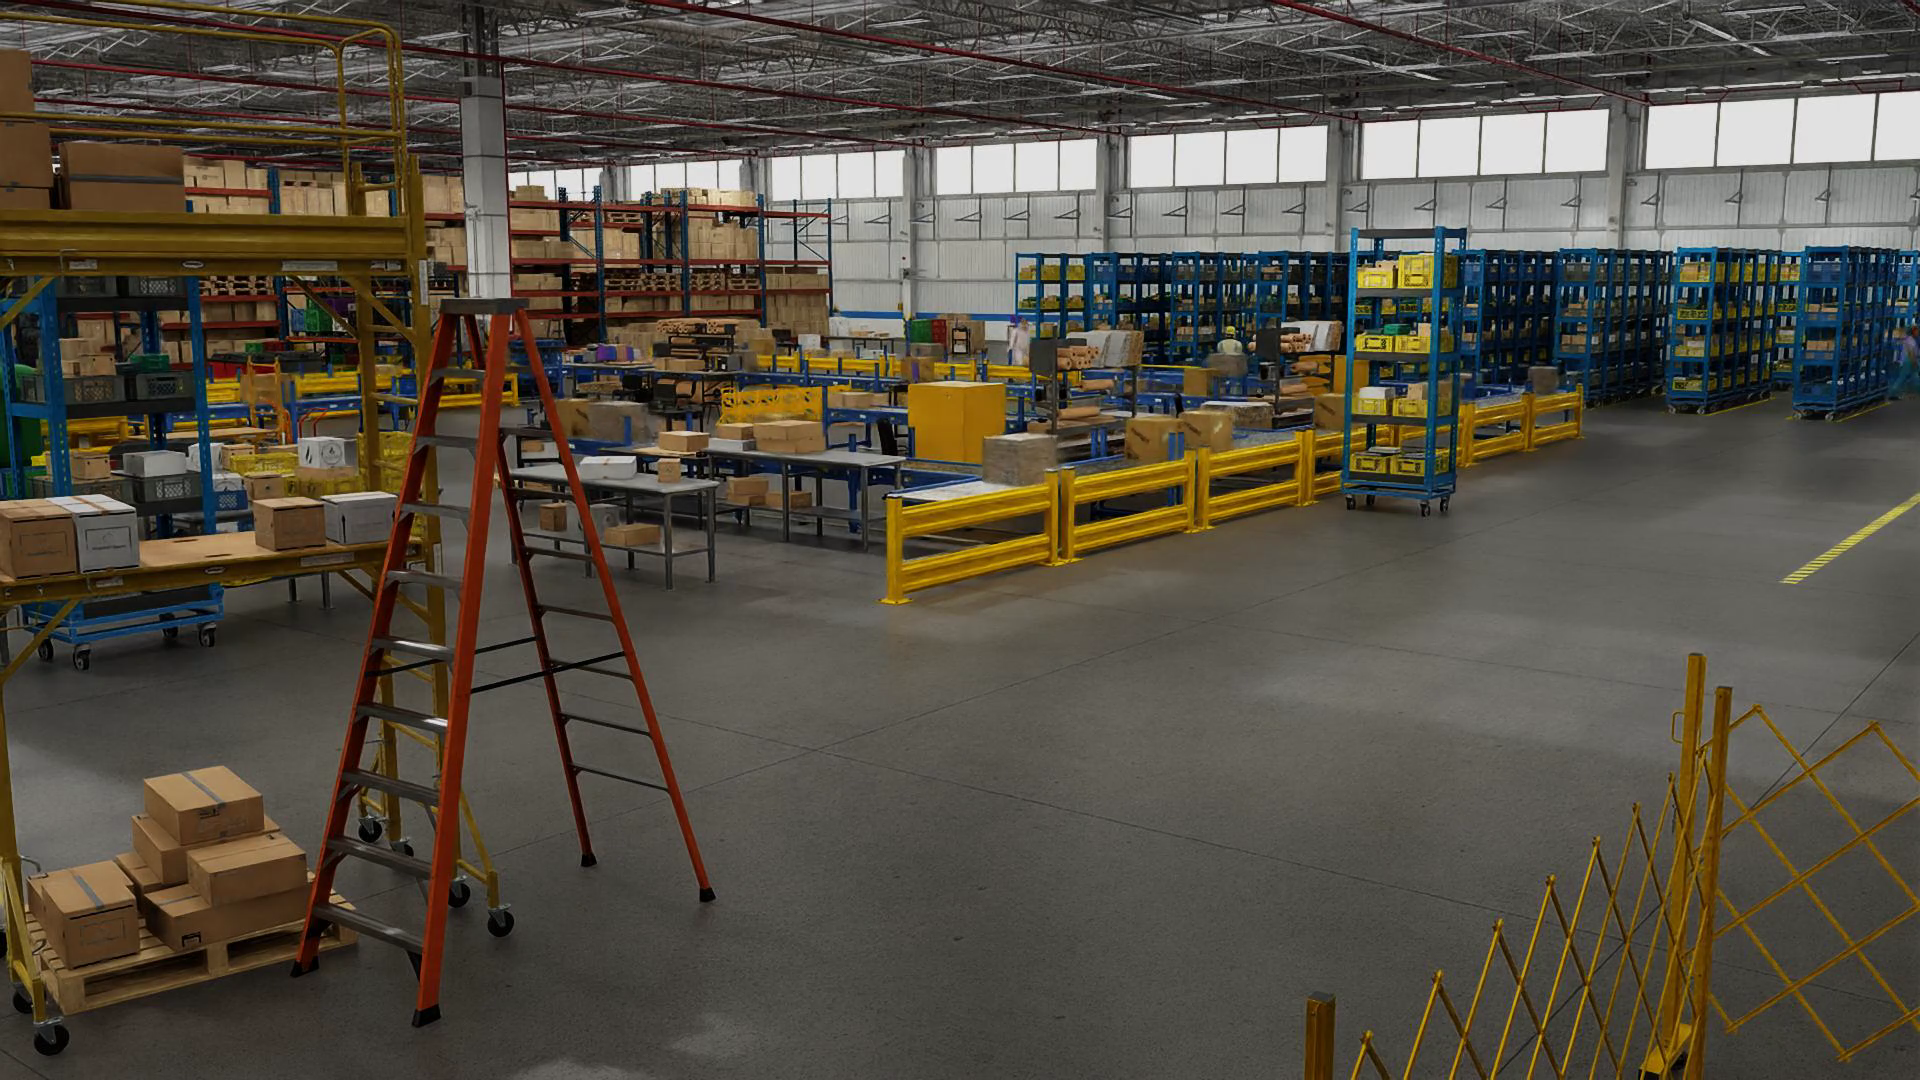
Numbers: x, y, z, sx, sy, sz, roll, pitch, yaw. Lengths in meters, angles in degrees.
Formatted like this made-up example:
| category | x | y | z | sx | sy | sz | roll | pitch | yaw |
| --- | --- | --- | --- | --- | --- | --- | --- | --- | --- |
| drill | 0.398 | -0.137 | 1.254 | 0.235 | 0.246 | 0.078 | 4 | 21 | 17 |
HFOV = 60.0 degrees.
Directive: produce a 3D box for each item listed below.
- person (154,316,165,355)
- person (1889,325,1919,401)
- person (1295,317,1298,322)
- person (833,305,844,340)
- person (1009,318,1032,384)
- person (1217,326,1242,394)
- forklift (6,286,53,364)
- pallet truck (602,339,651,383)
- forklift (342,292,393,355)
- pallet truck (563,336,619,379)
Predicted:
| category | x | y | z | sx | sy | sz | roll | pitch | yaw |
| --- | --- | --- | --- | --- | --- | --- | --- | --- | --- |
| person | -21.008 | -4.877 | 43.453 | 0.603 | 1.925 | 0.651 | -3 | 10 | -18 |
| person | 22.715 | -4.202 | 39.606 | 0.962 | 1.791 | 0.593 | 6 | 11 | 34 |
| person | 10.280 | -6.048 | 50.584 | 0.415 | 1.985 | 0.611 | 7 | 11 | 37 |
| person | -5.109 | -8.877 | 69.051 | 0.664 | 1.725 | 0.489 | 8 | 12 | 42 |
| person | 1.654 | -5.101 | 45.117 | 0.662 | 1.858 | 1.021 | -8 | 12 | -40 |
| person | 6.163 | -3.953 | 37.960 | 0.586 | 1.833 | 0.403 | 3 | 10 | 17 |
| forklift | -24.454 | -5.434 | 43.944 | 1.873 | 2.768 | 1.129 | 7 | 11 | 37 |
| pallet truck | -8.991 | -4.871 | 45.351 | 0.653 | 1.274 | 1.630 | 7 | 11 | 37 |
| forklift | -16.485 | -5.622 | 45.120 | 1.129 | 2.768 | 1.873 | 7 | 11 | 37 |
| pallet truck | -10.690 | -5.294 | 48.215 | 1.601 | 1.201 | 0.680 | -5 | 10 | -26 |
